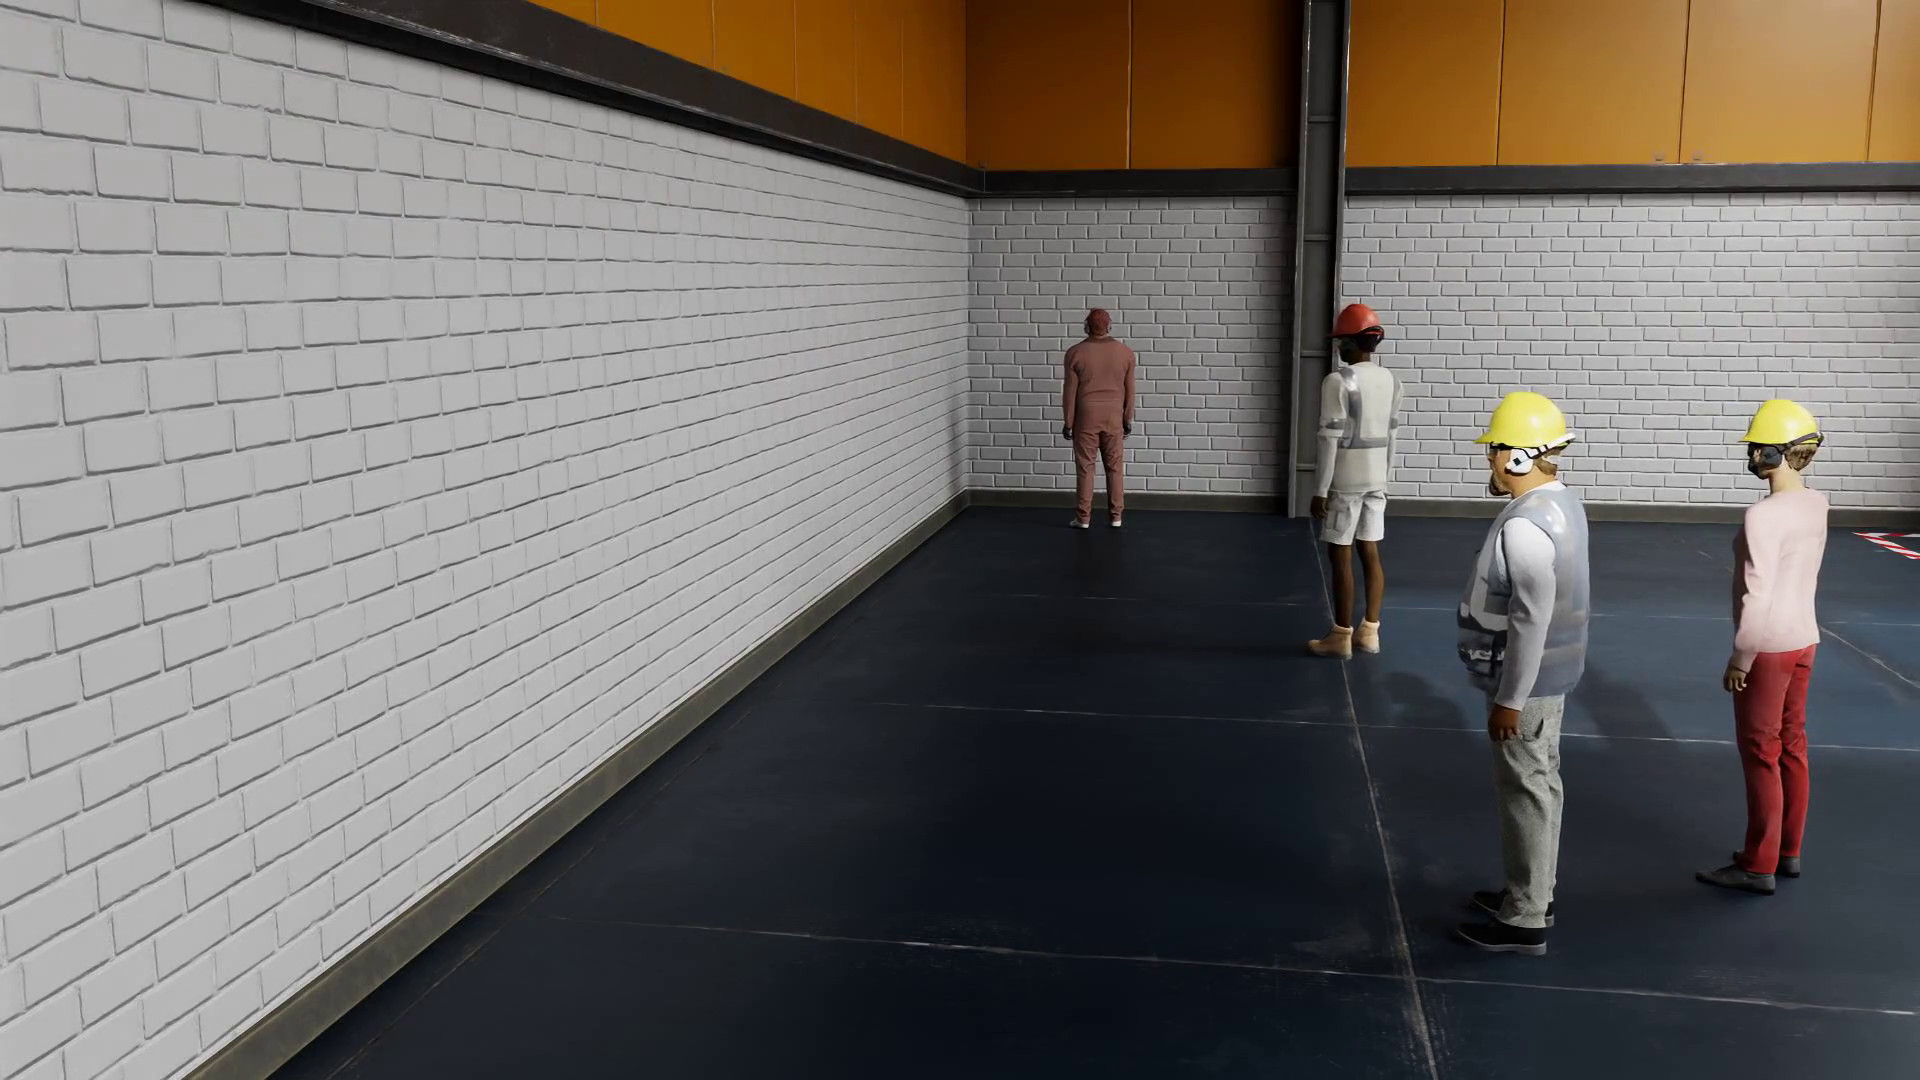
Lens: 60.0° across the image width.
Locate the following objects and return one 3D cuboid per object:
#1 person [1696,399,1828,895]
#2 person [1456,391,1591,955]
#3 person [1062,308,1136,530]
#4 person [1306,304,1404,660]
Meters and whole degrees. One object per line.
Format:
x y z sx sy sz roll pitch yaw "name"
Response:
2.893 0.381 5.969 0.533 1.767 0.312 -8 12 -41 "person"
1.832 0.432 5.448 0.403 1.831 0.595 5 10 28 "person"
1.182 -1.033 14.339 0.650 1.910 0.406 -2 9 -10 "person"
2.261 -0.334 9.598 0.607 2.038 0.395 -7 11 -35 "person"
